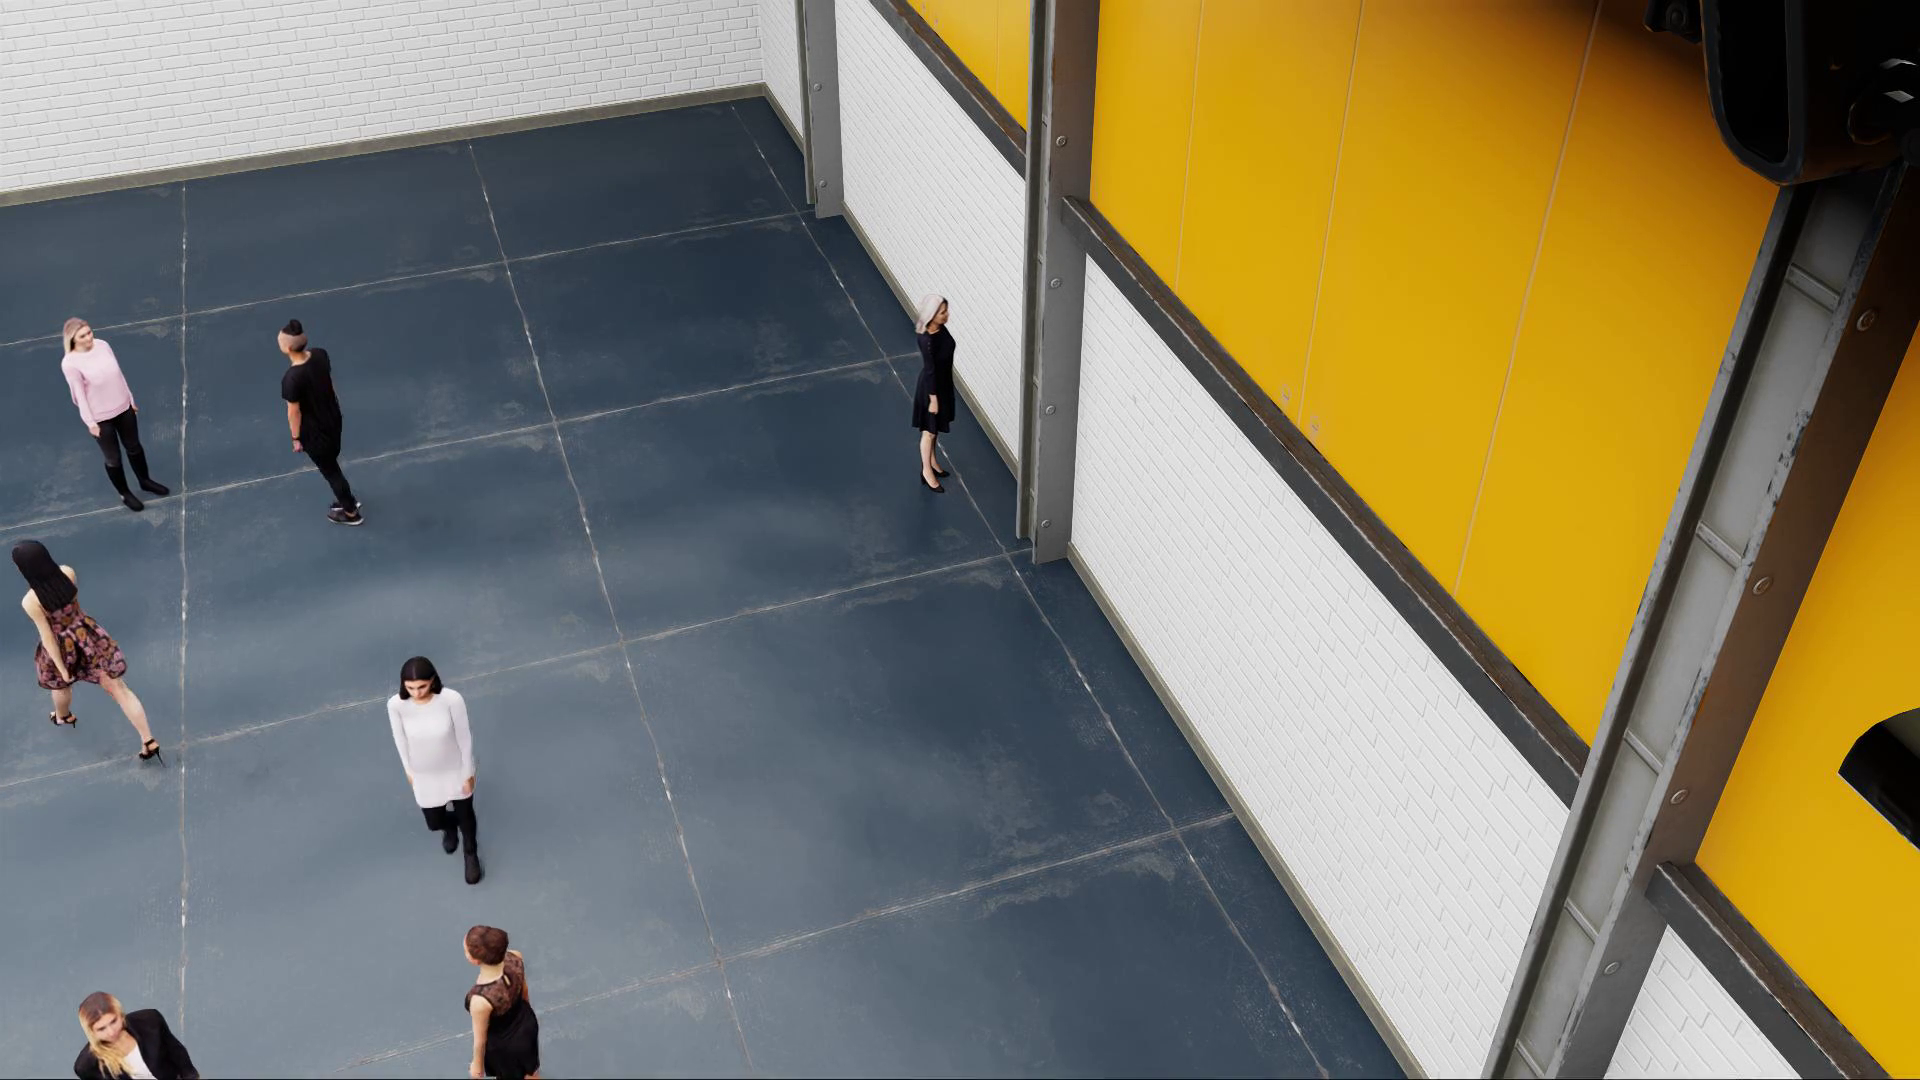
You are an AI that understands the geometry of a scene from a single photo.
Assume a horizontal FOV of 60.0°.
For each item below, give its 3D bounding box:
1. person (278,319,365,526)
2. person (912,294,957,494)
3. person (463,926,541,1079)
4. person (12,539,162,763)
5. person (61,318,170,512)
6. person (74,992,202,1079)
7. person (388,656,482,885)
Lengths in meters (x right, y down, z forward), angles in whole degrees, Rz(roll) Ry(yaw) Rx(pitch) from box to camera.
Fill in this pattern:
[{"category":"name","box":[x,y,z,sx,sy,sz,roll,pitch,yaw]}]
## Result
[{"category":"person","box":[-4.800,-0.876,12.651,0.862,1.858,0.745,6,39,8]},{"category":"person","box":[-0.190,-1.178,13.118,0.761,1.746,0.668,8,39,9]},{"category":"person","box":[-2.223,2.583,8.490,1.020,1.645,1.084,8,39,9]},{"category":"person","box":[-5.604,0.758,10.725,1.200,1.708,1.151,15,41,18]},{"category":"person","box":[-6.646,-1.006,12.951,0.743,1.686,0.685,17,42,20]},{"category":"person","box":[-4.048,2.748,8.298,1.115,1.627,0.951,25,45,28]},{"category":"person","box":[-3.074,1.302,9.972,0.655,1.797,0.725,-5,39,-6]}]
